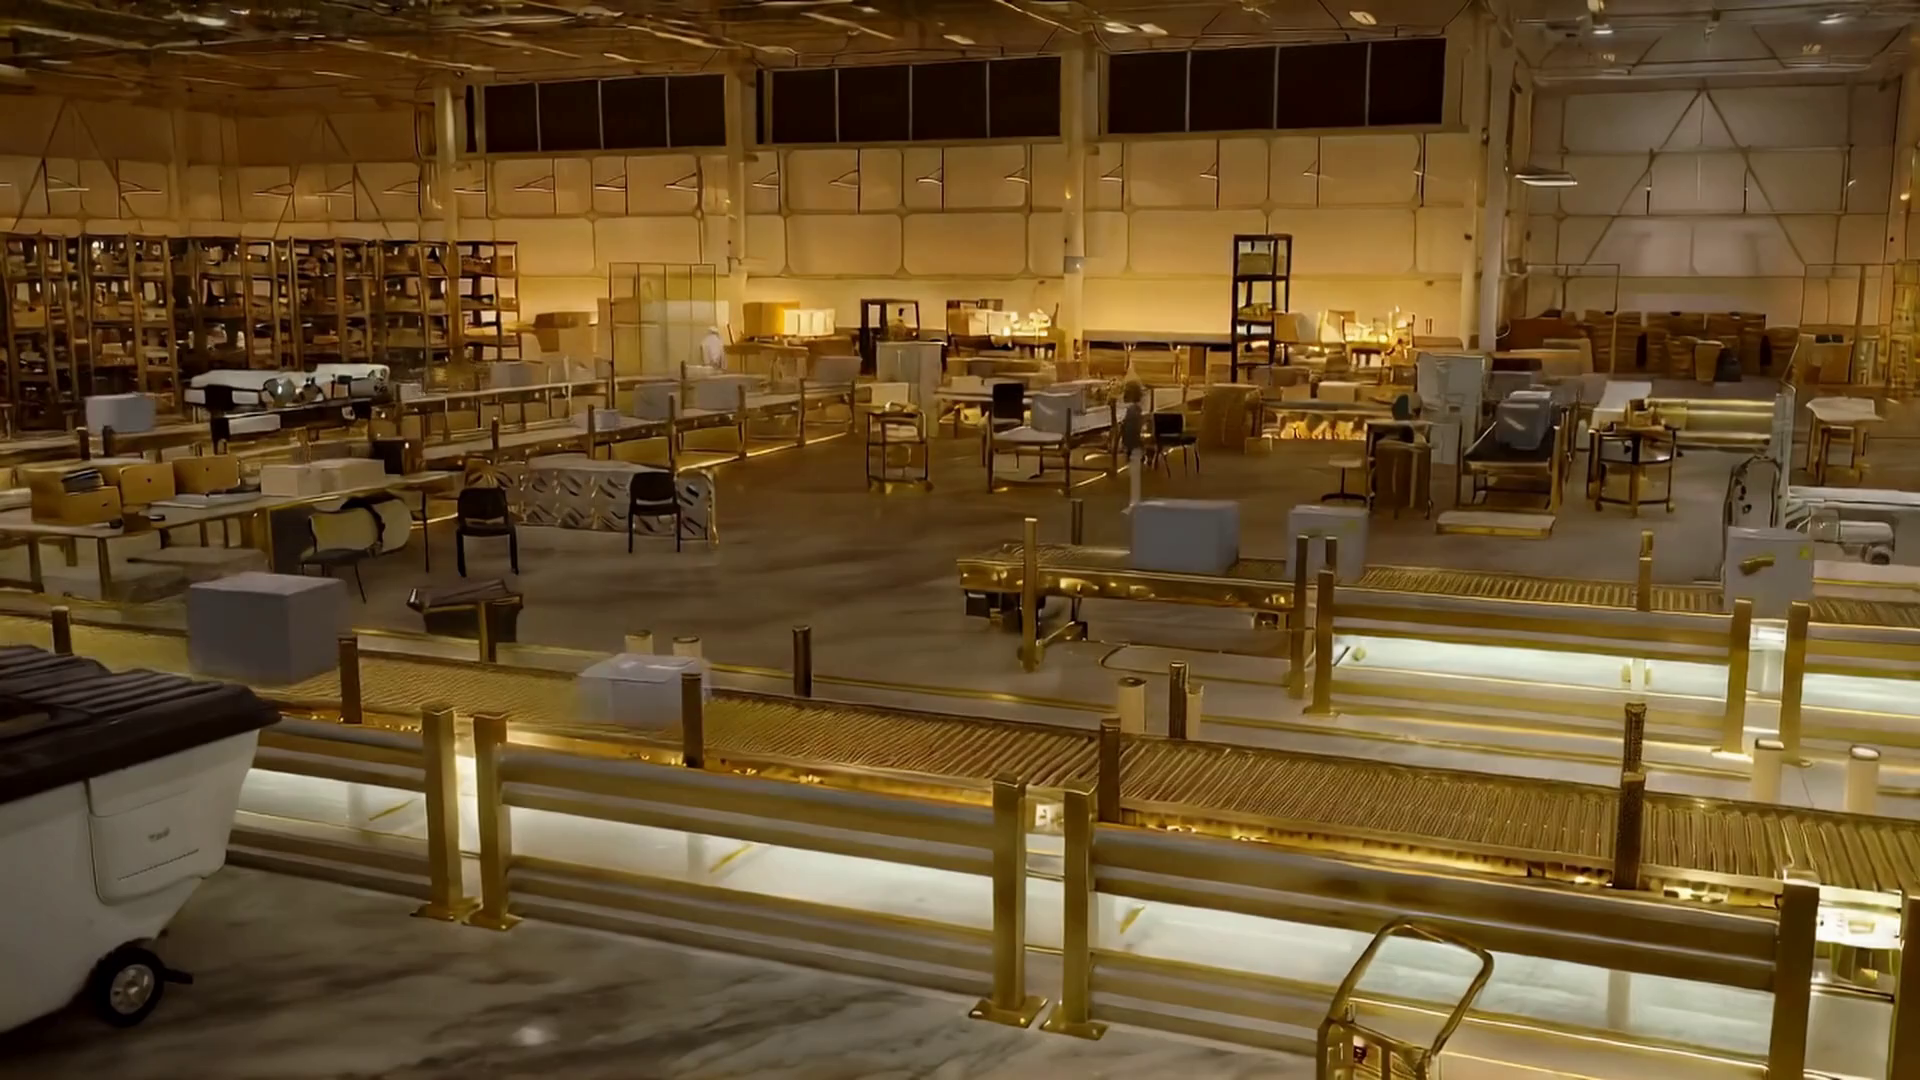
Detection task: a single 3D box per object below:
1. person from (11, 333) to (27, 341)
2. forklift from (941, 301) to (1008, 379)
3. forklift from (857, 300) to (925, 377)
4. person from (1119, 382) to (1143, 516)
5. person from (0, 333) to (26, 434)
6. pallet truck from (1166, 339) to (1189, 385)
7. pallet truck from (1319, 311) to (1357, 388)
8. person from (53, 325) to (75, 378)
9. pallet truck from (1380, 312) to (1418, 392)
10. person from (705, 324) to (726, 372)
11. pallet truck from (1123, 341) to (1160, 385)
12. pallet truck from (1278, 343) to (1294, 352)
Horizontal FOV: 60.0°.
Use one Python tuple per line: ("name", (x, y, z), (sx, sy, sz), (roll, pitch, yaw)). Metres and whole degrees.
("person", (-20.439, -3.845, 36.303), (0.583, 1.796, 0.959), (3, 10, 16))
("forklift", (0.365, -4.966, 41.571), (1.157, 1.987, 2.680), (3, 10, 20))
("forklift", (-1.732, -5.109, 42.468), (1.157, 1.987, 2.680), (4, 10, 22))
("person", (2.083, -1.107, 20.219), (0.274, 1.632, 0.507), (1, 9, 6))
("person", (-16.831, -2.835, 29.488), (0.491, 2.033, 0.627), (4, 10, 21))
("pallet truck", (5.418, -4.269, 40.420), (0.704, 1.261, 1.522), (3, 10, 20))
("pallet truck", (9.071, -4.419, 39.190), (0.823, 1.965, 1.885), (5, 10, 26))
("person", (-19.522, -3.921, 36.192), (0.609, 1.993, 0.382), (0, 9, 0))
("pallet truck", (10.207, -4.283, 38.369), (0.823, 1.965, 1.885), (3, 10, 20))
("person", (-5.546, -3.972, 37.248), (0.532, 1.735, 0.779), (8, 12, 38))
("pallet truck", (4.445, -4.380, 41.279), (0.680, 1.201, 1.601), (4, 10, 22))
("pallet truck", (7.886, -4.163, 39.743), (0.653, 1.274, 1.630), (4, 10, 22))
